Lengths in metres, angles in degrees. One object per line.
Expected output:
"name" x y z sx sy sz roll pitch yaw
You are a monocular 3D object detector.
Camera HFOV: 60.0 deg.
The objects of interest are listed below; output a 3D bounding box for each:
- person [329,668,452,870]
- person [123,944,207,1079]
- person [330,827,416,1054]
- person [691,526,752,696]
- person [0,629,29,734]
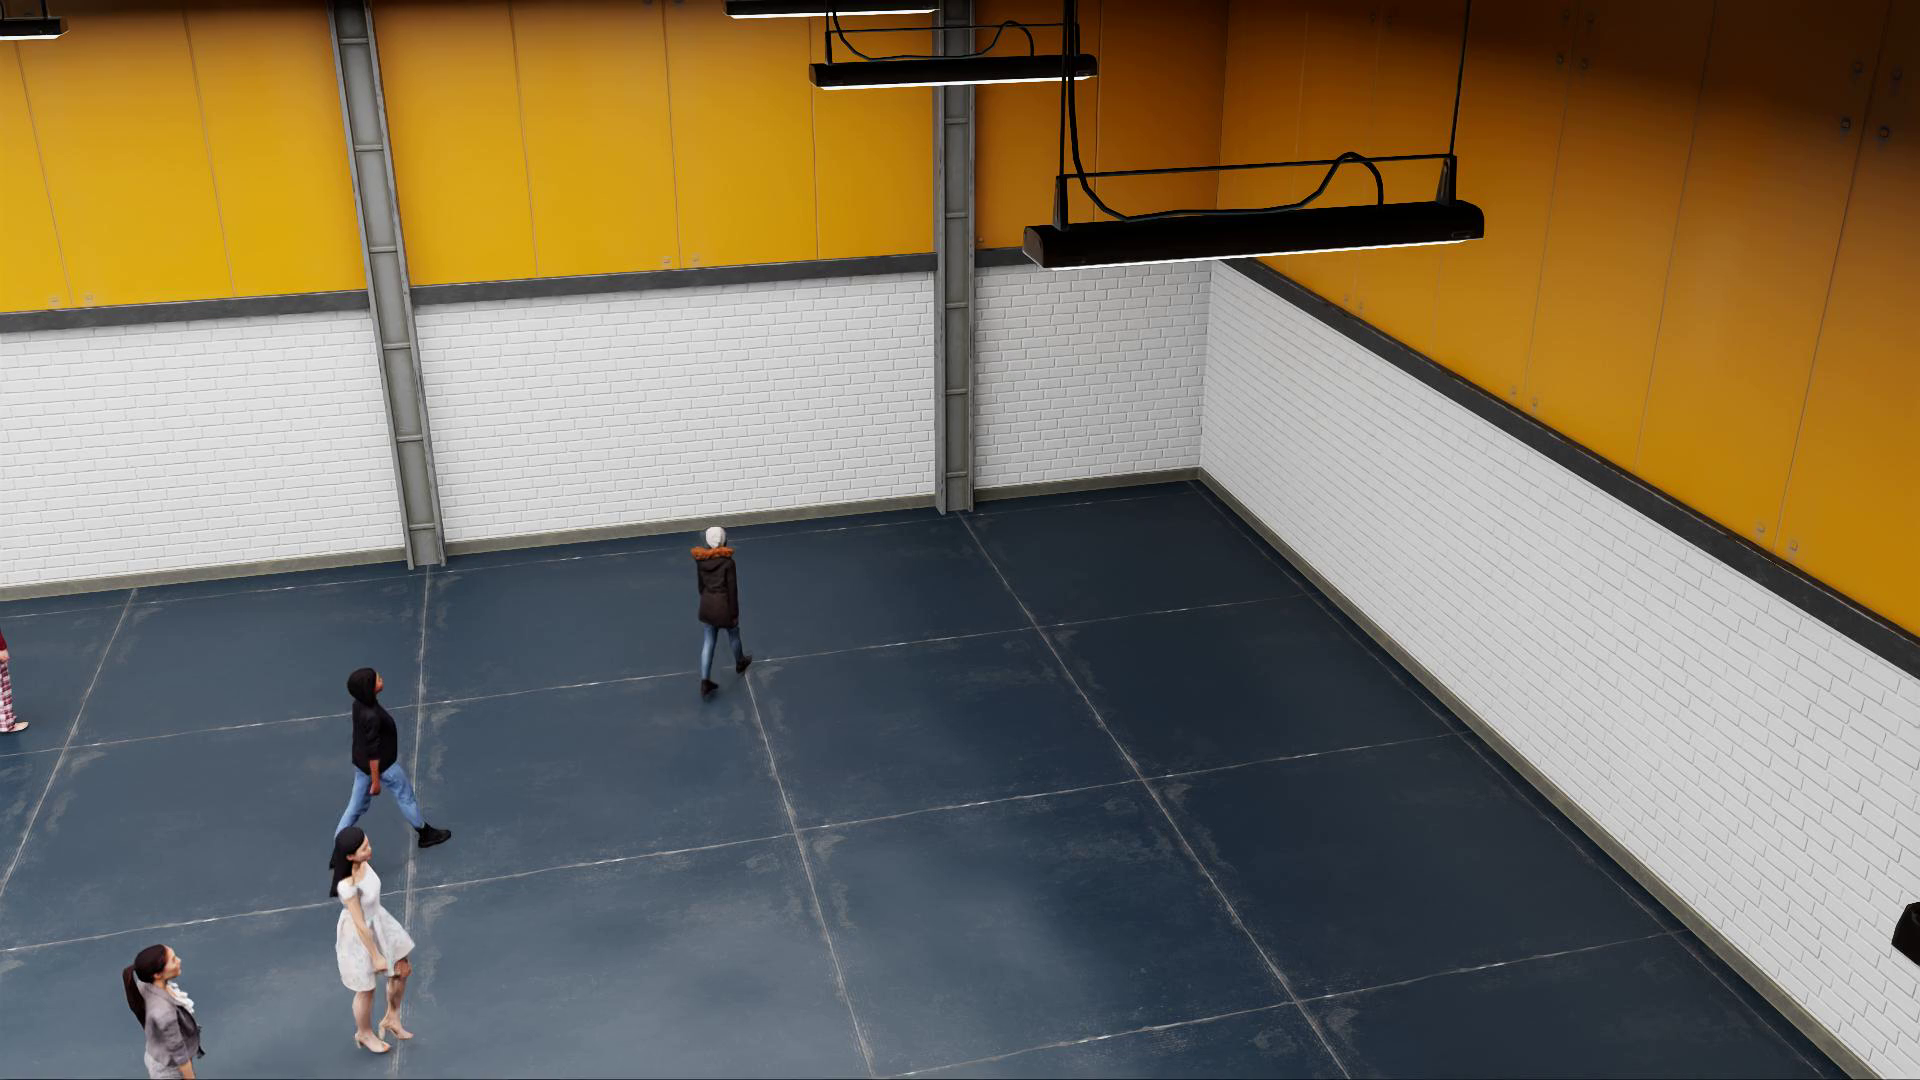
"person" -4.556 1.790 12.708 1.222 1.652 0.942 -20 31 -38
"person" -4.614 3.080 9.731 0.706 1.672 0.701 -18 30 -36
"person" -3.911 2.616 10.682 0.757 1.760 0.685 -1 24 -3
"person" -2.267 0.670 15.341 1.064 1.594 1.059 10 25 21
"person" -8.596 0.906 14.671 0.677 1.698 0.714 16 28 32
